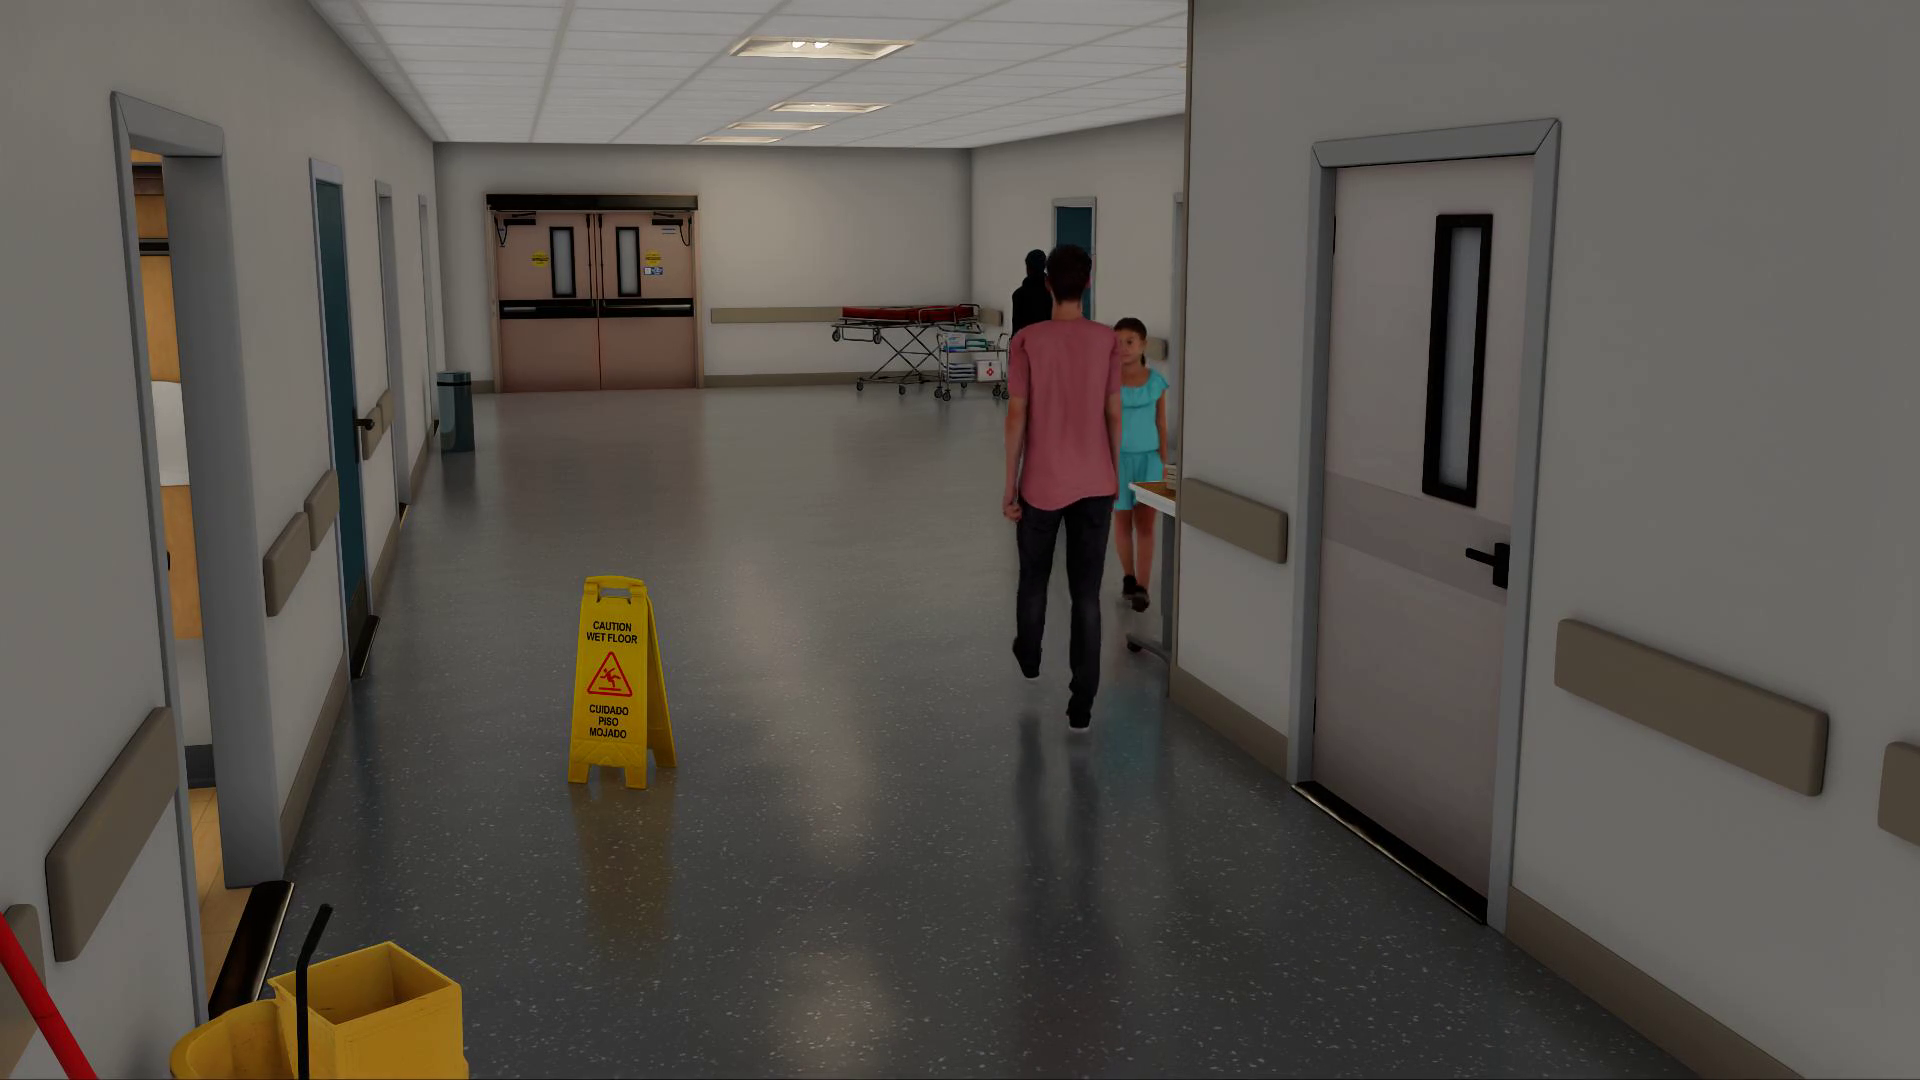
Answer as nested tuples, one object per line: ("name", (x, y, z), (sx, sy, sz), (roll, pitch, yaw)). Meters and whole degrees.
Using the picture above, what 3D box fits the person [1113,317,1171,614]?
("person", (0.918, -0.397, 8.887), (0.808, 1.519, 1.058), (1, 11, 5))

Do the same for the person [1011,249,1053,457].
("person", (0.667, -1.662, 14.751), (0.742, 1.818, 0.694), (-7, 13, -33))

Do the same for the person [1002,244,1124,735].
("person", (0.437, -0.171, 6.646), (0.827, 1.911, 1.238), (-1, 11, -4))
